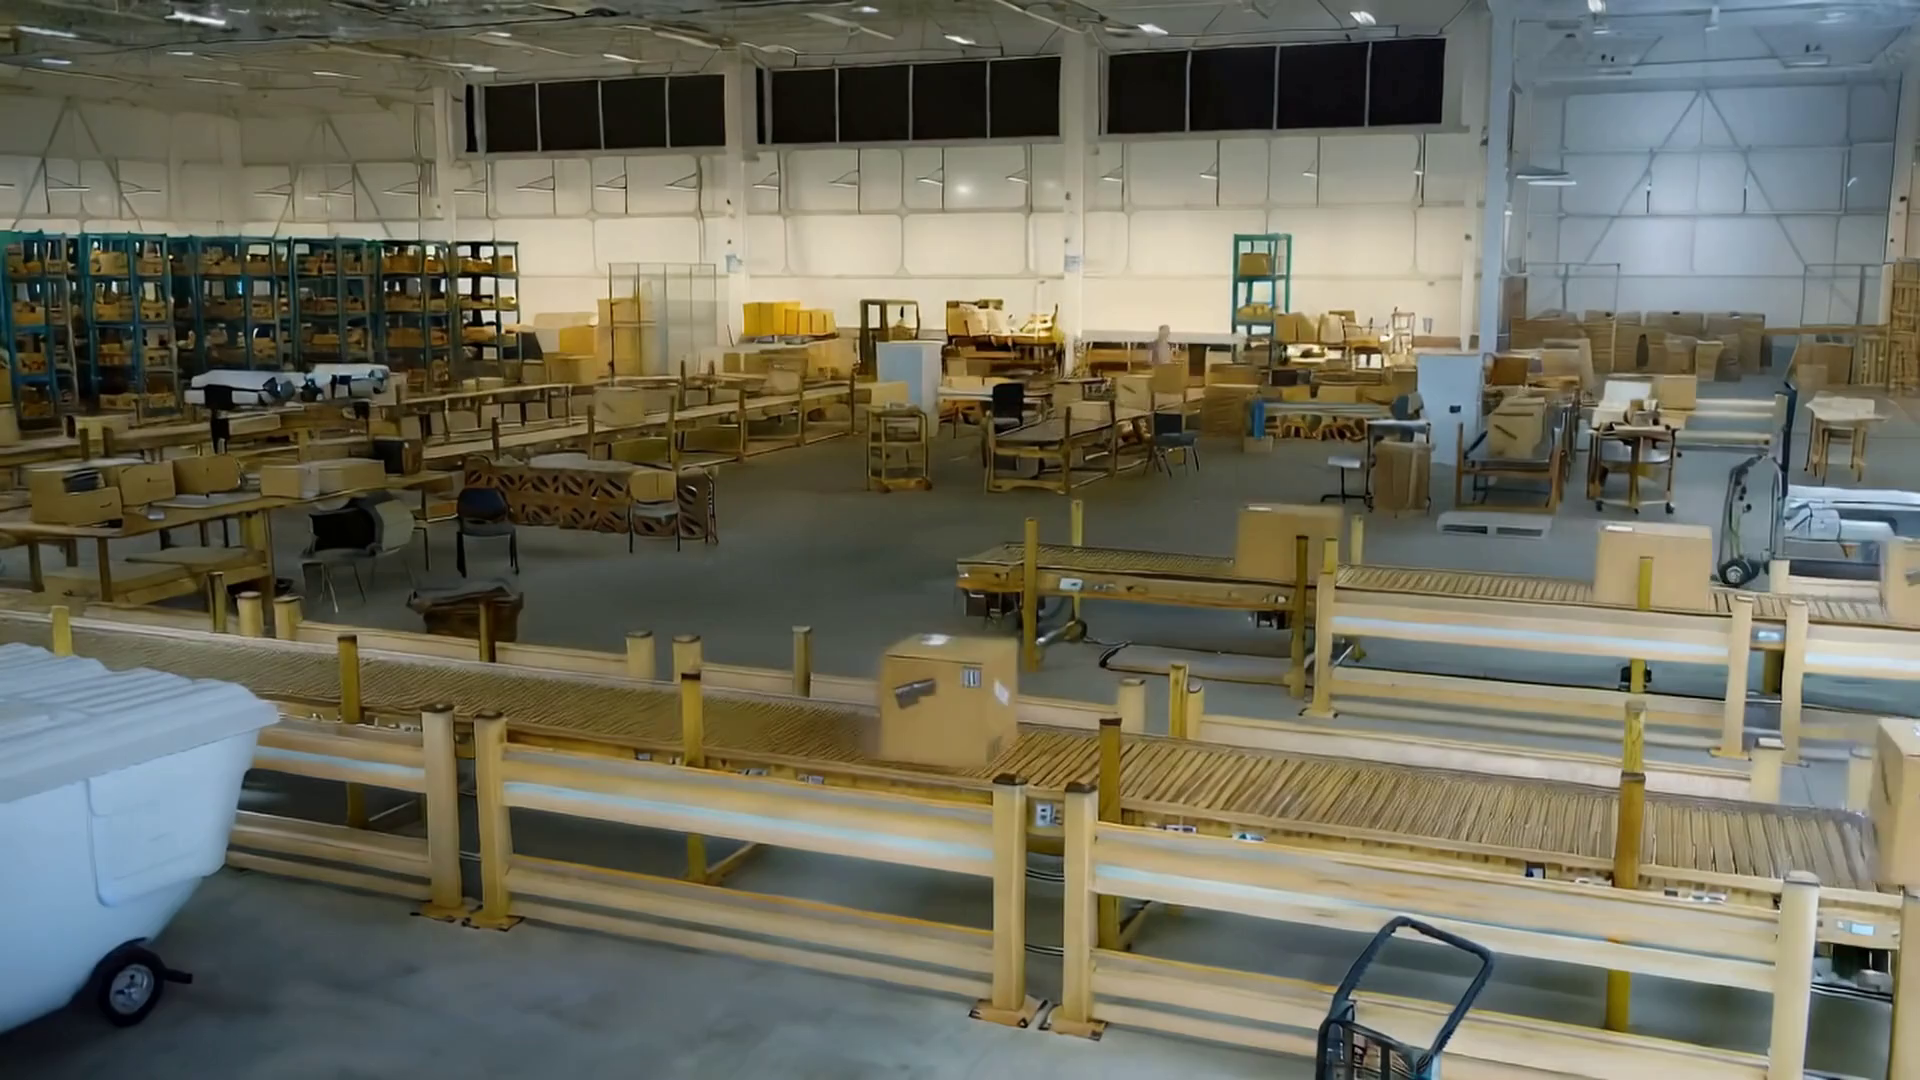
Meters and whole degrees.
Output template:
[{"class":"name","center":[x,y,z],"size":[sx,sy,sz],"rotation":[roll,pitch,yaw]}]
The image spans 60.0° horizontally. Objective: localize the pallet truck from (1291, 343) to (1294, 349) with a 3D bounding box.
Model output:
[{"class":"pallet truck","center":[7.886,-4.163,39.743],"size":[0.653,1.274,1.630],"rotation":[4,10,22]}]

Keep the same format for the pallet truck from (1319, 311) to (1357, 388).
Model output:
[{"class":"pallet truck","center":[9.071,-4.419,39.190],"size":[0.823,1.965,1.885],"rotation":[5,10,26]}]

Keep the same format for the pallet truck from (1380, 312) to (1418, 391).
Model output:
[{"class":"pallet truck","center":[10.207,-4.283,38.369],"size":[0.823,1.965,1.885],"rotation":[3,10,20]}]

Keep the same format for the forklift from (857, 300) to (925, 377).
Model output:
[{"class":"forklift","center":[-1.732,-5.109,42.468],"size":[1.157,1.987,2.680],"rotation":[4,10,22]}]

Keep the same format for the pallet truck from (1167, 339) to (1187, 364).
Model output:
[{"class":"pallet truck","center":[5.418,-4.269,40.420],"size":[0.704,1.261,1.522],"rotation":[3,10,20]}]

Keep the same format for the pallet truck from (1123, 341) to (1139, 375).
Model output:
[{"class":"pallet truck","center":[4.445,-4.380,41.279],"size":[0.680,1.201,1.601],"rotation":[4,10,22]}]

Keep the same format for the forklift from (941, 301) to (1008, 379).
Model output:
[{"class":"forklift","center":[0.365,-4.966,41.571],"size":[1.157,1.987,2.680],"rotation":[3,10,20]}]

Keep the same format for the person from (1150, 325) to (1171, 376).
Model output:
[{"class":"person","center":[3.984,-3.241,32.423],"size":[0.822,1.867,0.671],"rotation":[3,10,16]}]

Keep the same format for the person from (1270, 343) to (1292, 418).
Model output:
[{"class":"person","center":[6.318,-3.390,32.877],"size":[0.585,2.023,0.626],"rotation":[-3,10,-18]}]
